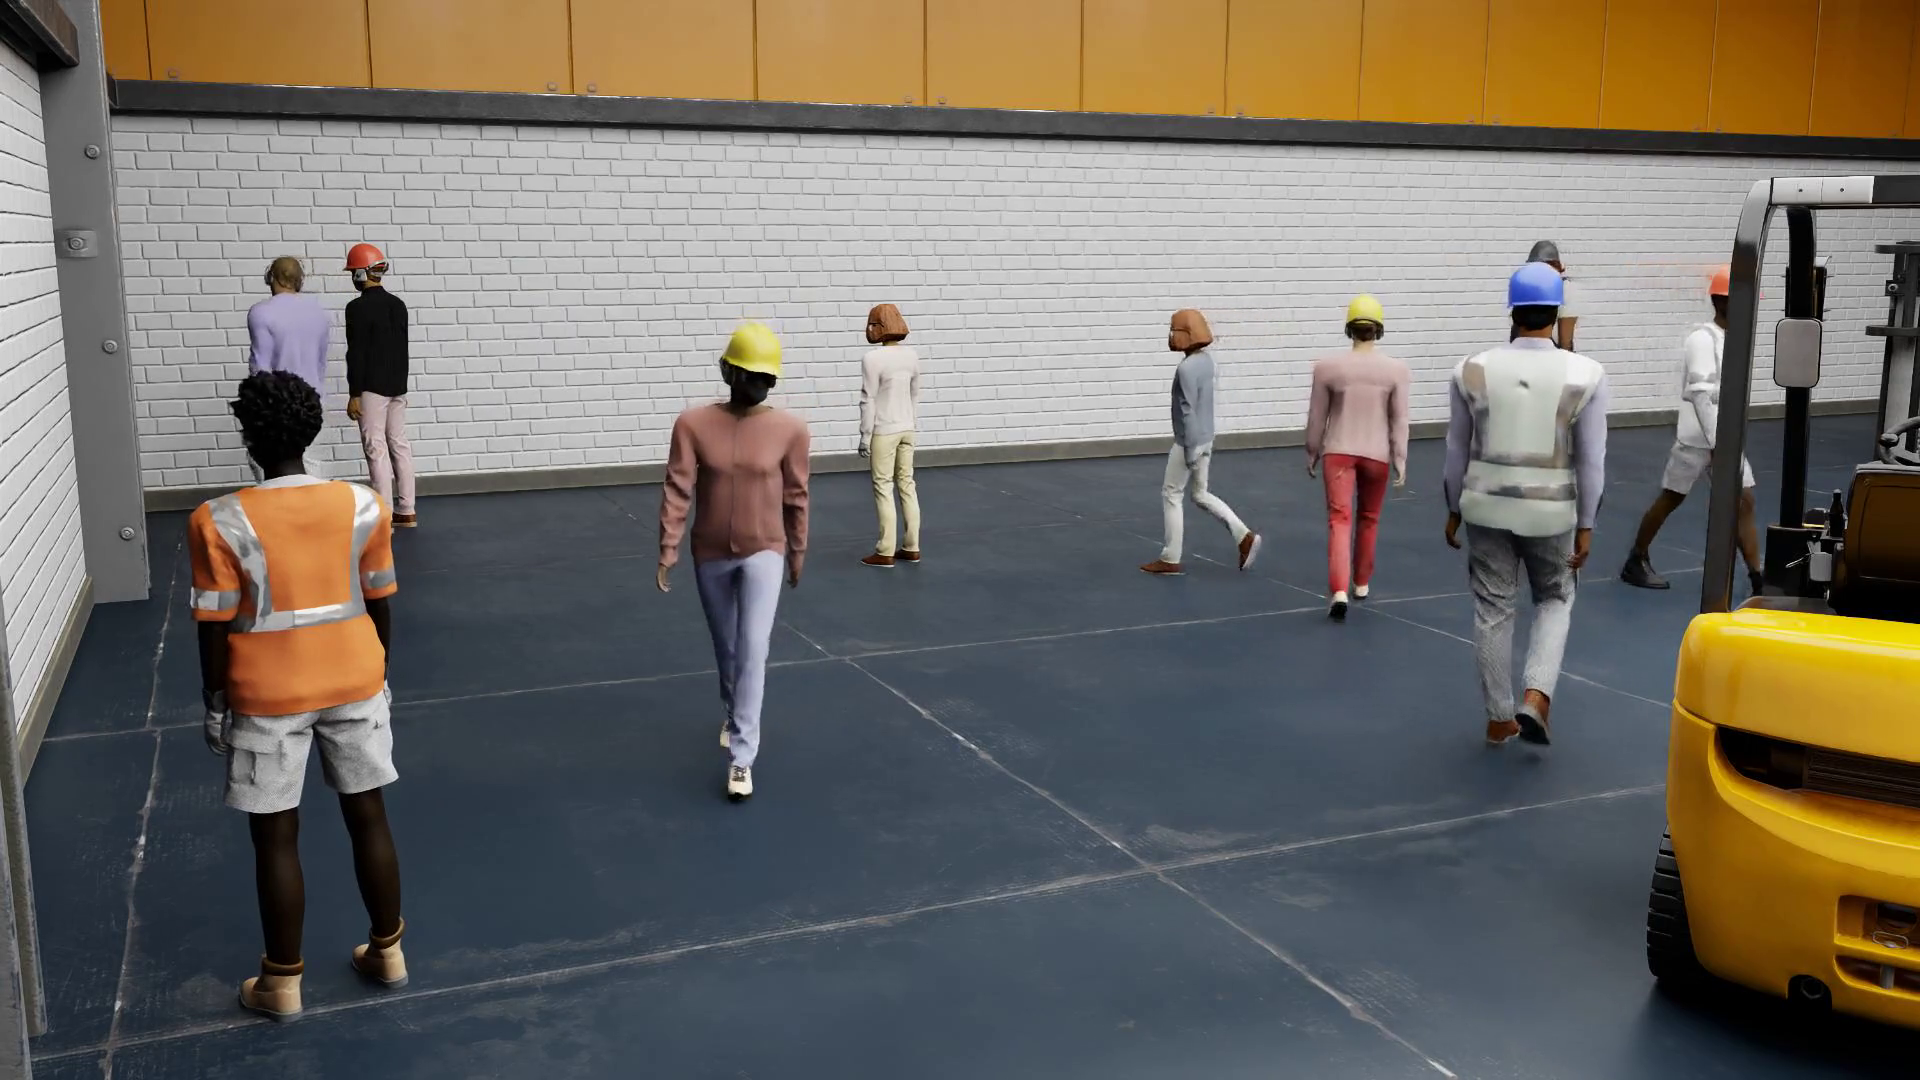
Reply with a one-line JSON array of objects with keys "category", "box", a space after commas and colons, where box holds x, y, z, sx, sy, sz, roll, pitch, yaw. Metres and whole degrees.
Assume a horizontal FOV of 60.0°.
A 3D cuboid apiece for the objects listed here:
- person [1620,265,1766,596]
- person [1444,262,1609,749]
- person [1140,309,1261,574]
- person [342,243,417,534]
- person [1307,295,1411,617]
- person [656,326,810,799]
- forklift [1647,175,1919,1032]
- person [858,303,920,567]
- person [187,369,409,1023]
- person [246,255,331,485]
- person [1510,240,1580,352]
[{"category": "person", "box": [4.246, -0.597, 9.351, 0.549, 1.884, 1.043, -7, 13, -35]}, {"category": "person", "box": [2.194, -0.114, 6.523, 0.608, 1.931, 0.448, 5, 11, 24]}, {"category": "person", "box": [1.450, -0.574, 9.947, 0.651, 1.610, 0.500, 6, 12, 29]}, {"category": "person", "box": [-4.025, -1.039, 11.482, 0.402, 1.988, 0.613, 3, 11, 14]}, {"category": "person", "box": [2.154, -0.461, 9.029, 0.532, 1.723, 0.922, 2, 10, 11]}, {"category": "person", "box": [-0.834, 0.042, 6.303, 0.542, 1.708, 0.954, 0, 10, 2]}, {"category": "forklift", "box": [2.810, 0.094, 4.662, 1.214, 2.155, 2.313, 7, 12, 34]}, {"category": "person", "box": [-0.433, -0.646, 10.315, 0.281, 1.624, 0.494, 8, 13, 37]}, {"category": "person", "box": [-1.718, 0.403, 4.357, 0.533, 1.691, 0.322, -10, 14, -42]}, {"category": "person", "box": [-4.366, -0.879, 10.790, 0.542, 1.913, 0.653, 5, 11, 26]}, {"category": "person", "box": [5.404, -1.741, 15.194, 0.785, 2.000, 0.696, -3, 11, -16]}]
